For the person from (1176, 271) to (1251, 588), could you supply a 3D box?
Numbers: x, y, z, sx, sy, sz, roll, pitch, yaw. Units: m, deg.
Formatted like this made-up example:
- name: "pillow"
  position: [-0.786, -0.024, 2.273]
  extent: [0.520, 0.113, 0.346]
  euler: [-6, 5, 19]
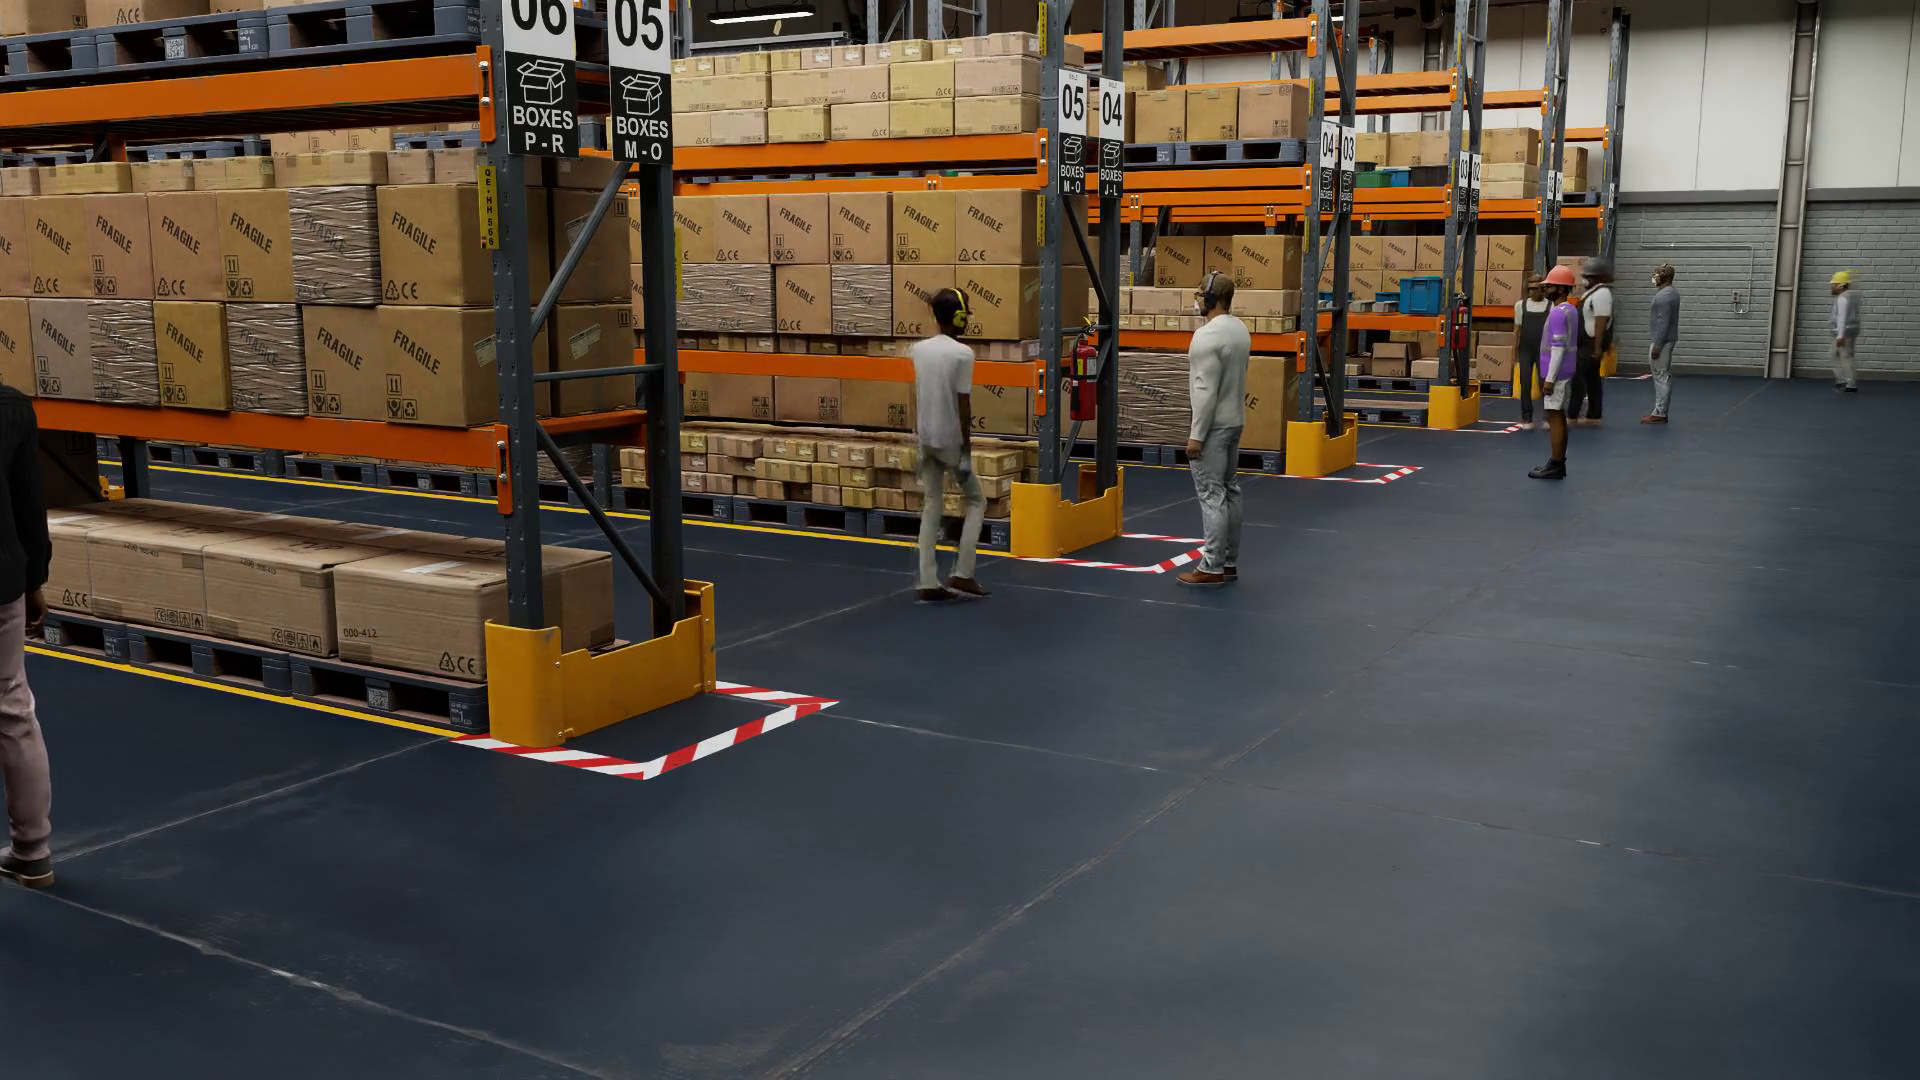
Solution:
- name: "person"
  position: [1.565, -0.676, 10.237]
  extent: [0.364, 1.939, 0.636]
  euler: [6, 11, 30]

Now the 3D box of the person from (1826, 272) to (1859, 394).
- name: "person"
  position: [13.092, -3.063, 24.639]
  extent: [0.550, 1.797, 0.596]
  euler: [5, 11, 28]

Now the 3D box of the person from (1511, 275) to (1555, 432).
- name: "person"
  position: [6.675, -2.160, 19.310]
  extent: [0.545, 1.808, 0.404]
  euler: [6, 11, 29]

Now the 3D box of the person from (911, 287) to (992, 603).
- name: "person"
  position: [-0.056, -0.551, 9.791]
  extent: [0.515, 1.851, 0.571]
  euler: [8, 13, 39]

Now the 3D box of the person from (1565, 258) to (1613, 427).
- name: "person"
  position: [7.447, -2.361, 19.806]
  extent: [0.574, 2.000, 0.769]
  euler: [2, 10, 14]

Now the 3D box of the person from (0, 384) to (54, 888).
- name: "person"
  position: [-3.130, 0.162, 5.157]
  extent: [0.371, 1.997, 0.622]
  euler: [6, 11, 30]

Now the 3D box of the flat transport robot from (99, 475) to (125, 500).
- name: "flat transport robot"
  position: [-7.510, -0.375, 13.355]
  extent: [0.652, 0.197, 1.431]
  euler: [6, 11, 30]

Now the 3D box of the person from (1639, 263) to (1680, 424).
- name: "person"
  position: [8.508, -2.375, 20.185]
  extent: [0.364, 1.939, 0.636]
  euler: [6, 11, 30]

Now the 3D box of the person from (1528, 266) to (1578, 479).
- name: "person"
  position: [5.435, -1.524, 15.192]
  extent: [0.342, 1.942, 0.552]
  euler: [6, 11, 30]
